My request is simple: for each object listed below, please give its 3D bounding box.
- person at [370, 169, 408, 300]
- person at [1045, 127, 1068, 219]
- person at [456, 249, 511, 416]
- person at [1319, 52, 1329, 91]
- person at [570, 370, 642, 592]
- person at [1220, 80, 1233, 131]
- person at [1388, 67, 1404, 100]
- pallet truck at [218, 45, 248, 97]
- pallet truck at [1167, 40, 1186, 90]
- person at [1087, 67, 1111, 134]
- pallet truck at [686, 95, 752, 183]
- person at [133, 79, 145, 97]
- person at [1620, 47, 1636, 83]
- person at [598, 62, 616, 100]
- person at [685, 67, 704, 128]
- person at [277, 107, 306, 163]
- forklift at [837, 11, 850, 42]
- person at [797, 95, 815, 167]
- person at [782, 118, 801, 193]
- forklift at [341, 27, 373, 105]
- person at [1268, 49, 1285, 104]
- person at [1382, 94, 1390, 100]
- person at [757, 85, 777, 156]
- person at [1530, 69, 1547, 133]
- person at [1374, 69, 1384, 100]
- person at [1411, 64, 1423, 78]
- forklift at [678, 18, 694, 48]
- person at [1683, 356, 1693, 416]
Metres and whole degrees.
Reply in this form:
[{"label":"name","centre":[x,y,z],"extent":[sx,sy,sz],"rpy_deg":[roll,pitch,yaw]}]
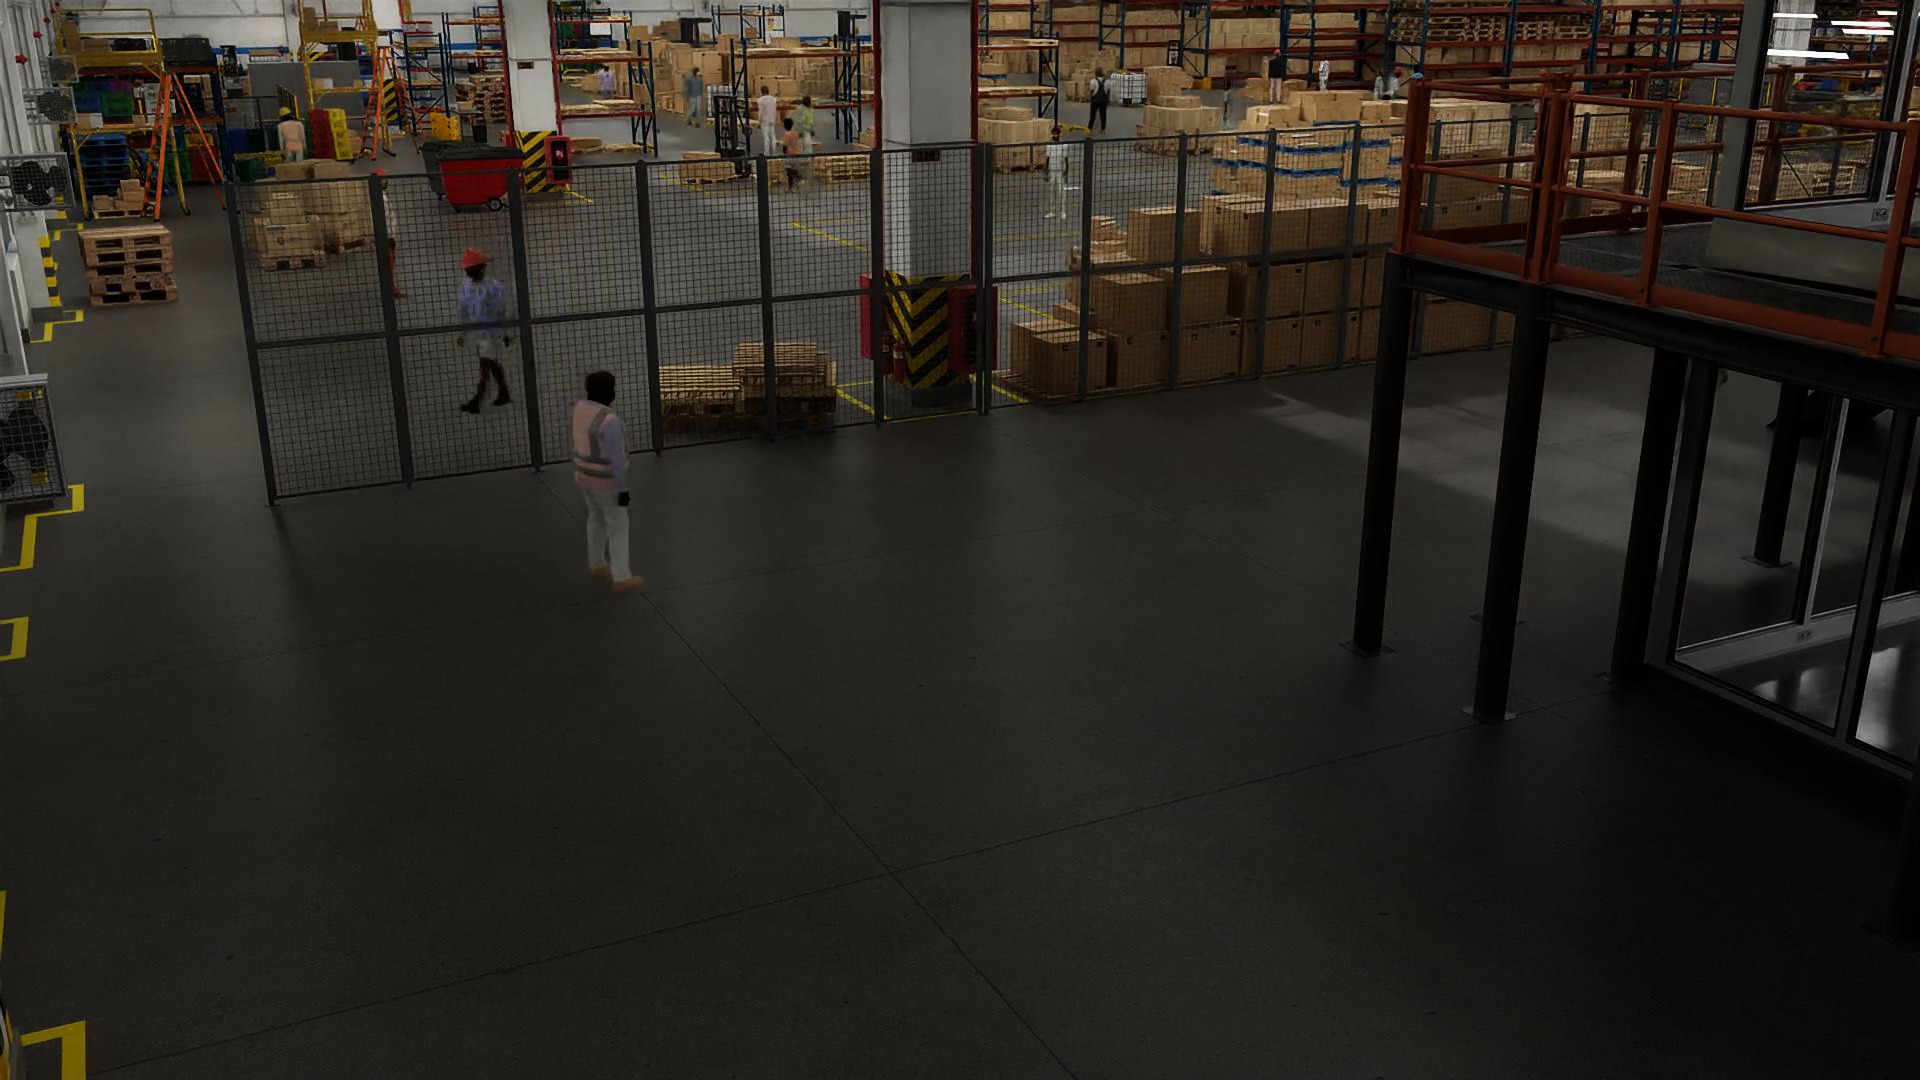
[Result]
[{"label":"person","centre":[-8.865,-4.713,25.665],"extent":[0.369,1.996,0.622],"rpy_deg":[-13,23,-34]},{"label":"person","centre":[1.965,-7.483,33.923],"extent":[0.536,1.856,0.360],"rpy_deg":[10,22,28]},{"label":"person","centre":[-5.539,-2.392,19.105],"extent":[0.568,1.882,0.988],"rpy_deg":[10,21,26]},{"label":"person","centre":[13.618,-17.303,62.335],"extent":[0.358,1.882,0.574],"rpy_deg":[-4,19,-12]},{"label":"person","centre":[-2.919,-0.485,13.663],"extent":[0.431,1.831,0.664],"rpy_deg":[-17,25,-40]},{"label":"person","centre":[7.561,-12.250,47.737],"extent":[0.653,1.846,0.549],"rpy_deg":[10,22,27]},{"label":"person","centre":[13.986,-14.259,53.523],"extent":[1.041,1.866,0.558],"rpy_deg":[5,20,14]},{"label":"pallet truck","centre":[-28.879,-18.665,66.111],"extent":[0.823,1.965,1.885],"rpy_deg":[-3,19,-9]},{"label":"pallet truck","centre":[9.045,-19.971,69.895],"extent":[0.823,1.965,1.885],"rpy_deg":[-3,19,-8]},{"label":"person","centre":[4.276,-13.631,51.450],"extent":[0.703,2.000,1.032],"rpy_deg":[-6,20,-17]},{"label":"pallet truck","centre":[-5.836,-9.608,39.856],"extent":[0.823,1.965,1.885],"rpy_deg":[10,22,27]},{"label":"person","centre":[-25.338,-13.405,51.421],"extent":[0.524,1.632,0.313],"rpy_deg":[6,20,18]},{"label":"person","centre":[29.482,-20.895,73.185],"extent":[0.501,1.594,0.844],"rpy_deg":[-8,21,-22]},{"label":"person","centre":[-12.078,-15.466,56.967],"extent":[0.594,1.911,0.505],"rpy_deg":[-8,21,-23]},{"label":"person","centre":[-8.495,-14.177,53.241],"extent":[0.647,1.904,0.580],"rpy_deg":[-12,22,-31]},{"label":"person","centre":[-15.345,-9.000,38.268],"extent":[0.599,1.884,0.820],"rpy_deg":[-8,21,-23]},{"label":"forklift","centre":[-5.803,-25.030,83.228],"extent":[1.873,2.768,1.129],"rpy_deg":[-9,21,-25]},{"label":"person","centre":[-3.897,-10.512,42.785],"extent":[0.815,1.792,0.679],"rpy_deg":[11,22,29]},{"label":"person","centre":[-3.891,-8.754,37.860],"extent":[0.362,1.686,0.534],"rpy_deg":[5,20,15]},{"label":"forklift","centre":[-22.275,-17.346,60.954],"extent":[1.873,2.768,1.129],"rpy_deg":[-9,21,-25]},{"label":"person","centre":[11.857,-17.355,62.317],"extent":[0.625,1.991,0.390],"rpy_deg":[6,20,16]},{"label":"person","centre":[10.569,-10.139,41.513],"extent":[0.587,1.920,0.392],"rpy_deg":[4,20,13]},{"label":"person","centre":[-5.161,-11.157,44.434],"extent":[0.372,1.940,0.630],"rpy_deg":[15,24,37]},{"label":"person","centre":[17.886,-13.505,51.241],"extent":[0.544,1.939,0.354],"rpy_deg":[-4,19,-10]},{"label":"person","centre":[14.192,-15.129,56.399],"extent":[0.306,1.640,0.523],"rpy_deg":[3,19,9]},{"label":"person","centre":[15.849,-15.673,57.890],"extent":[0.541,1.696,0.315],"rpy_deg":[-11,22,-29]},{"label":"forklift","centre":[-11.816,-21.177,72.058],"extent":[1.873,2.768,1.129],"rpy_deg":[-9,21,-25]},{"label":"person","centre":[7.788,-1.764,17.553],"extent":[0.494,1.709,0.851],"rpy_deg":[15,24,36]}]
